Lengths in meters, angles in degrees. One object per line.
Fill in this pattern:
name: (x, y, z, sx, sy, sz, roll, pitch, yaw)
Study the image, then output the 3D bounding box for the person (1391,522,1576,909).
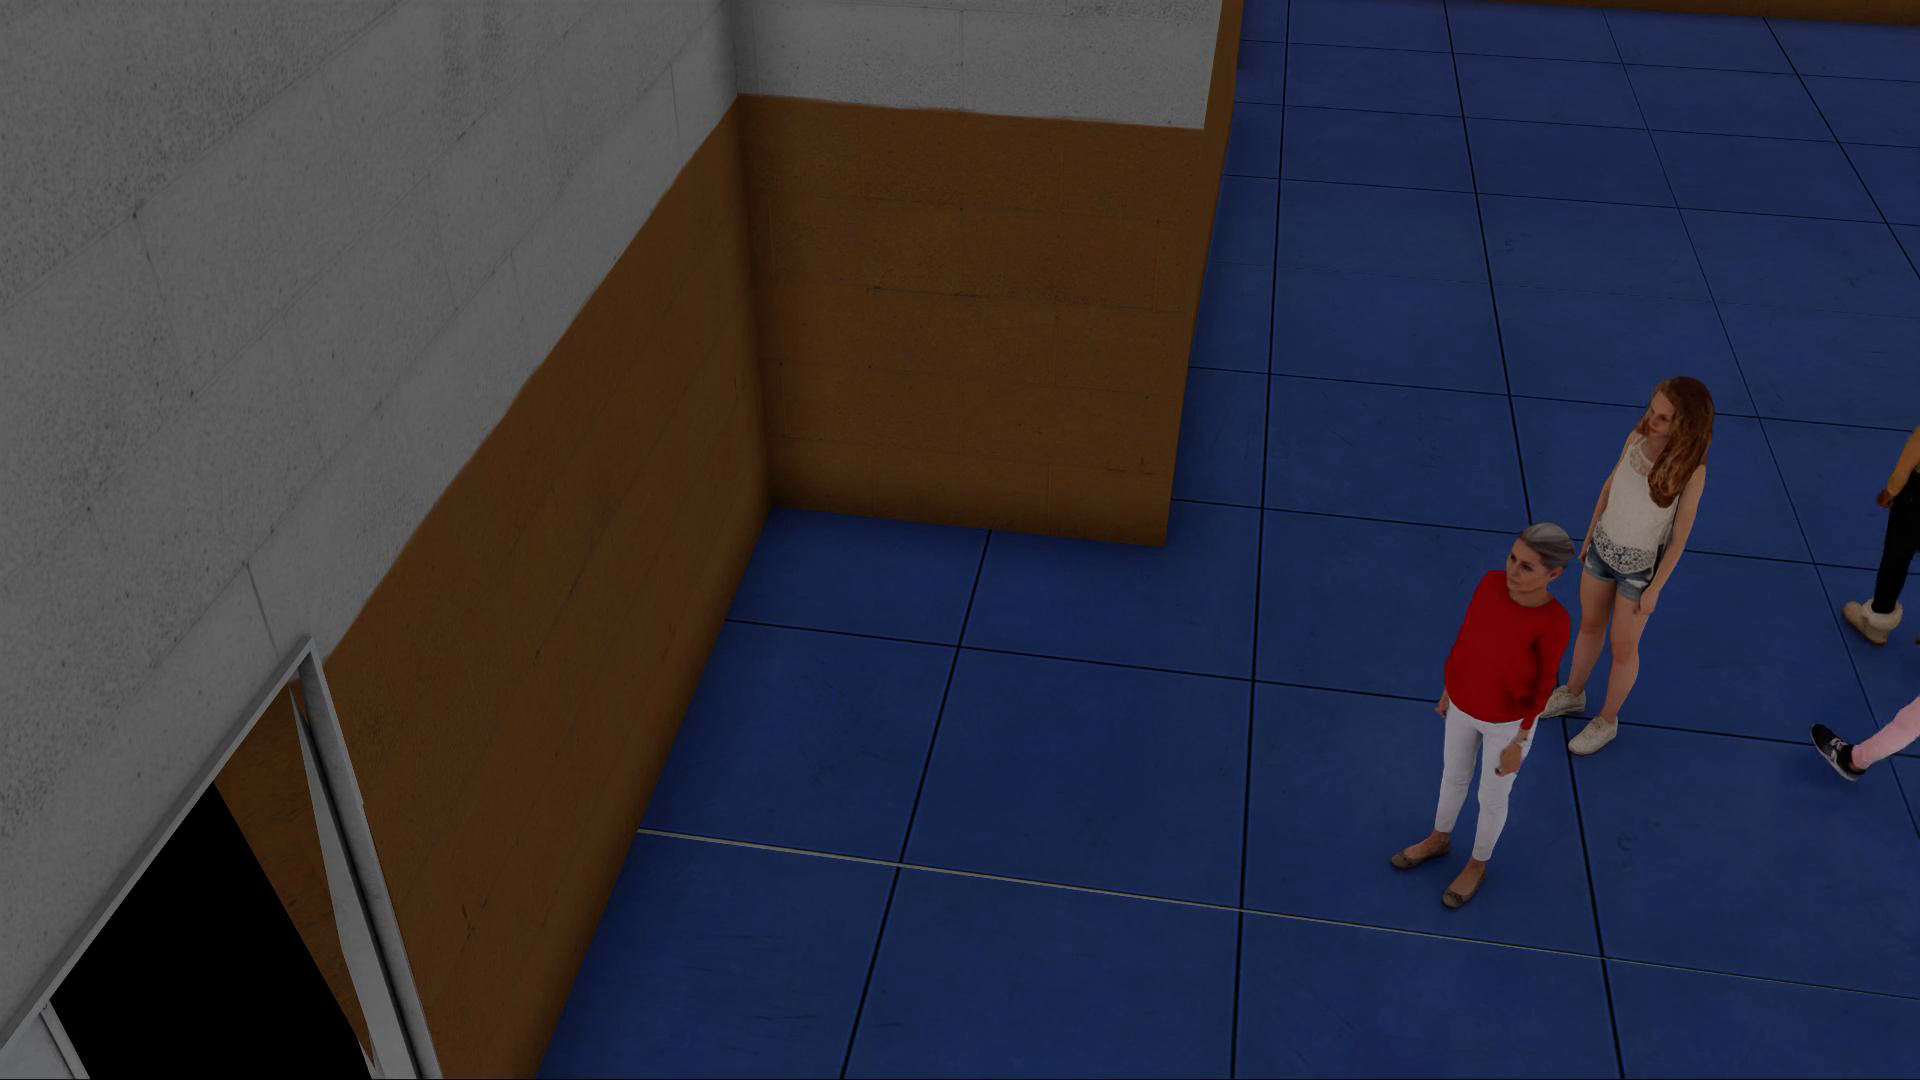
person: (1.920, 0.629, 6.003, 0.709, 1.693, 0.647, -23, 43, -28)

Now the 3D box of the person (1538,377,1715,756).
person: (2.681, 0.102, 6.652, 0.680, 1.757, 0.650, -15, 39, -19)

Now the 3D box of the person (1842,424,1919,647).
person: (4.228, -0.171, 7.106, 0.779, 1.647, 0.777, -4, 37, -5)
